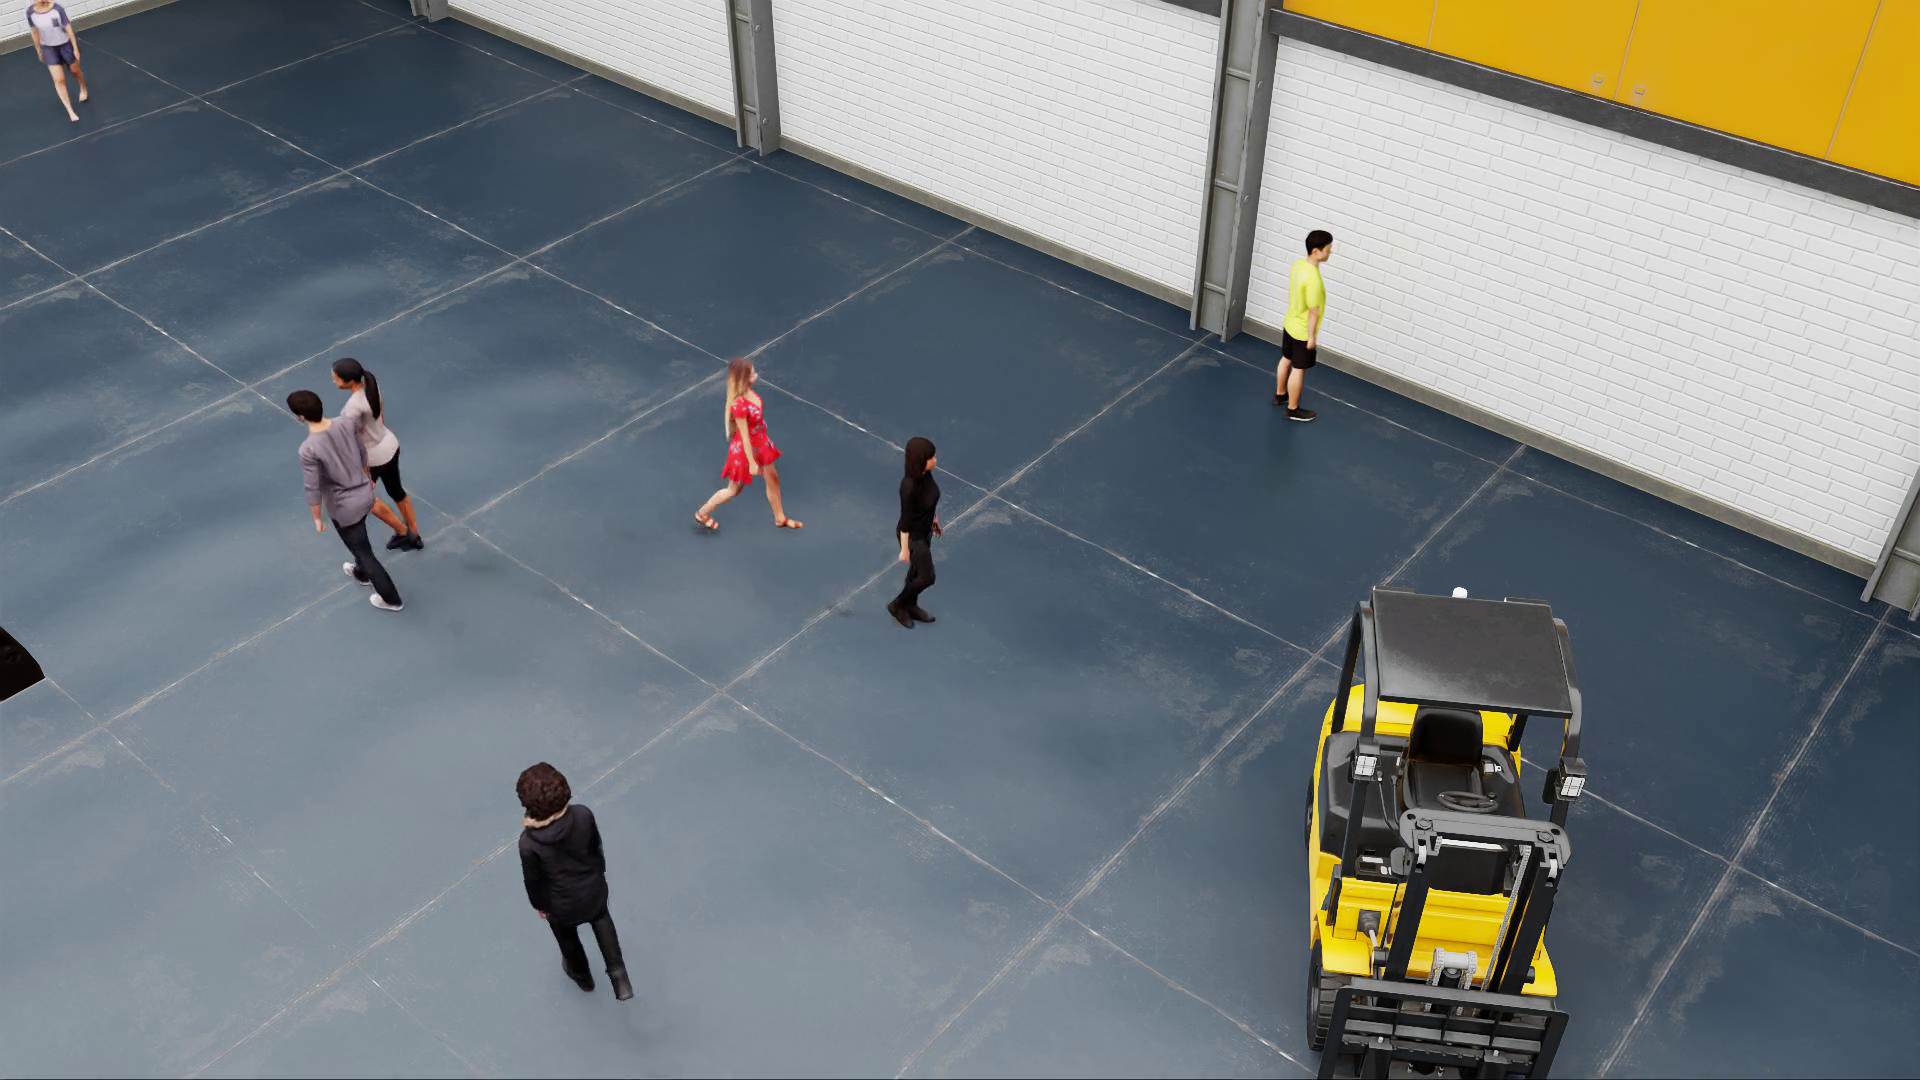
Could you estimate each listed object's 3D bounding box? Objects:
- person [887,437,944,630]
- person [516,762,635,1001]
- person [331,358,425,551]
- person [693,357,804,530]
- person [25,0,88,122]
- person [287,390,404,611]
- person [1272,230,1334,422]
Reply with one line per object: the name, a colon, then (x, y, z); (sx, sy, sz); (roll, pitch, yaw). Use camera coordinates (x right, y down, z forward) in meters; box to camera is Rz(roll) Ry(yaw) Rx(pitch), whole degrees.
person: (-0.382, -0.057, 11.733); (0.721, 1.633, 0.677); (9, 40, 12)
person: (-2.092, 1.946, 9.121); (0.752, 1.764, 0.941); (-24, 44, -27)
person: (-4.237, -0.596, 12.332); (0.777, 1.729, 0.767); (7, 39, 9)
person: (-1.692, -0.666, 12.557); (1.119, 1.557, 0.977); (2, 39, 2)
person: (-10.153, -5.562, 18.717); (0.885, 1.521, 1.124); (-14, 41, -17)
person: (-4.270, -0.253, 11.831); (0.988, 1.817, 0.826); (20, 43, 23)
person: (2.848, -1.798, 13.856); (0.756, 1.705, 0.672); (-7, 39, -9)
